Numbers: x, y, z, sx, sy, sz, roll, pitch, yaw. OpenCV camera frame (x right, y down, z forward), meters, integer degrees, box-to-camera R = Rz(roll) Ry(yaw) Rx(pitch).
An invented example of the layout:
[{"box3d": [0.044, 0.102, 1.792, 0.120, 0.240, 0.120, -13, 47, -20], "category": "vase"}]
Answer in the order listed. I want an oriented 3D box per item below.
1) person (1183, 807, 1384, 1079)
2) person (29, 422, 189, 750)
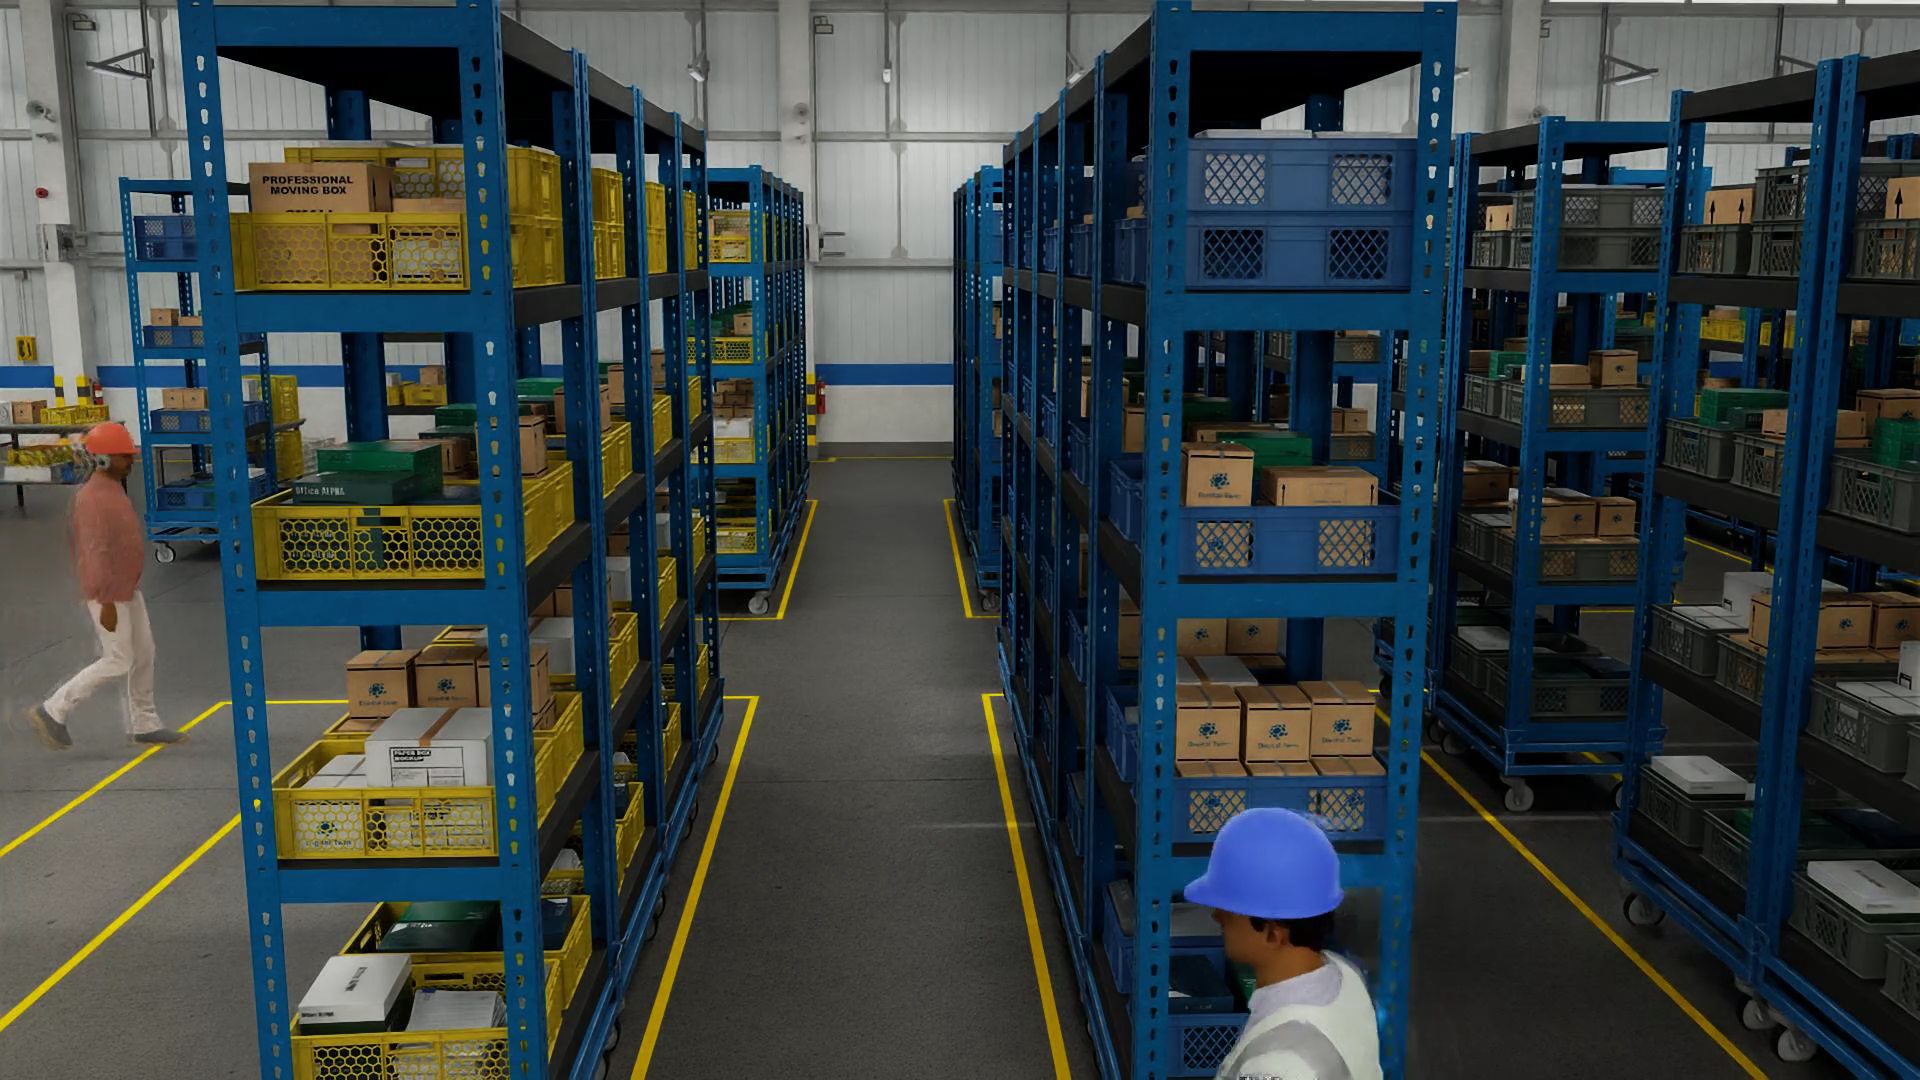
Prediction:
[{"box3d": [0.653, 1.456, 3.212, 0.492, 1.934, 0.612, 3, 10, 18], "category": "person"}, {"box3d": [-5.020, 0.295, 9.719, 0.707, 1.975, 0.618, -2, 10, -10], "category": "person"}]
